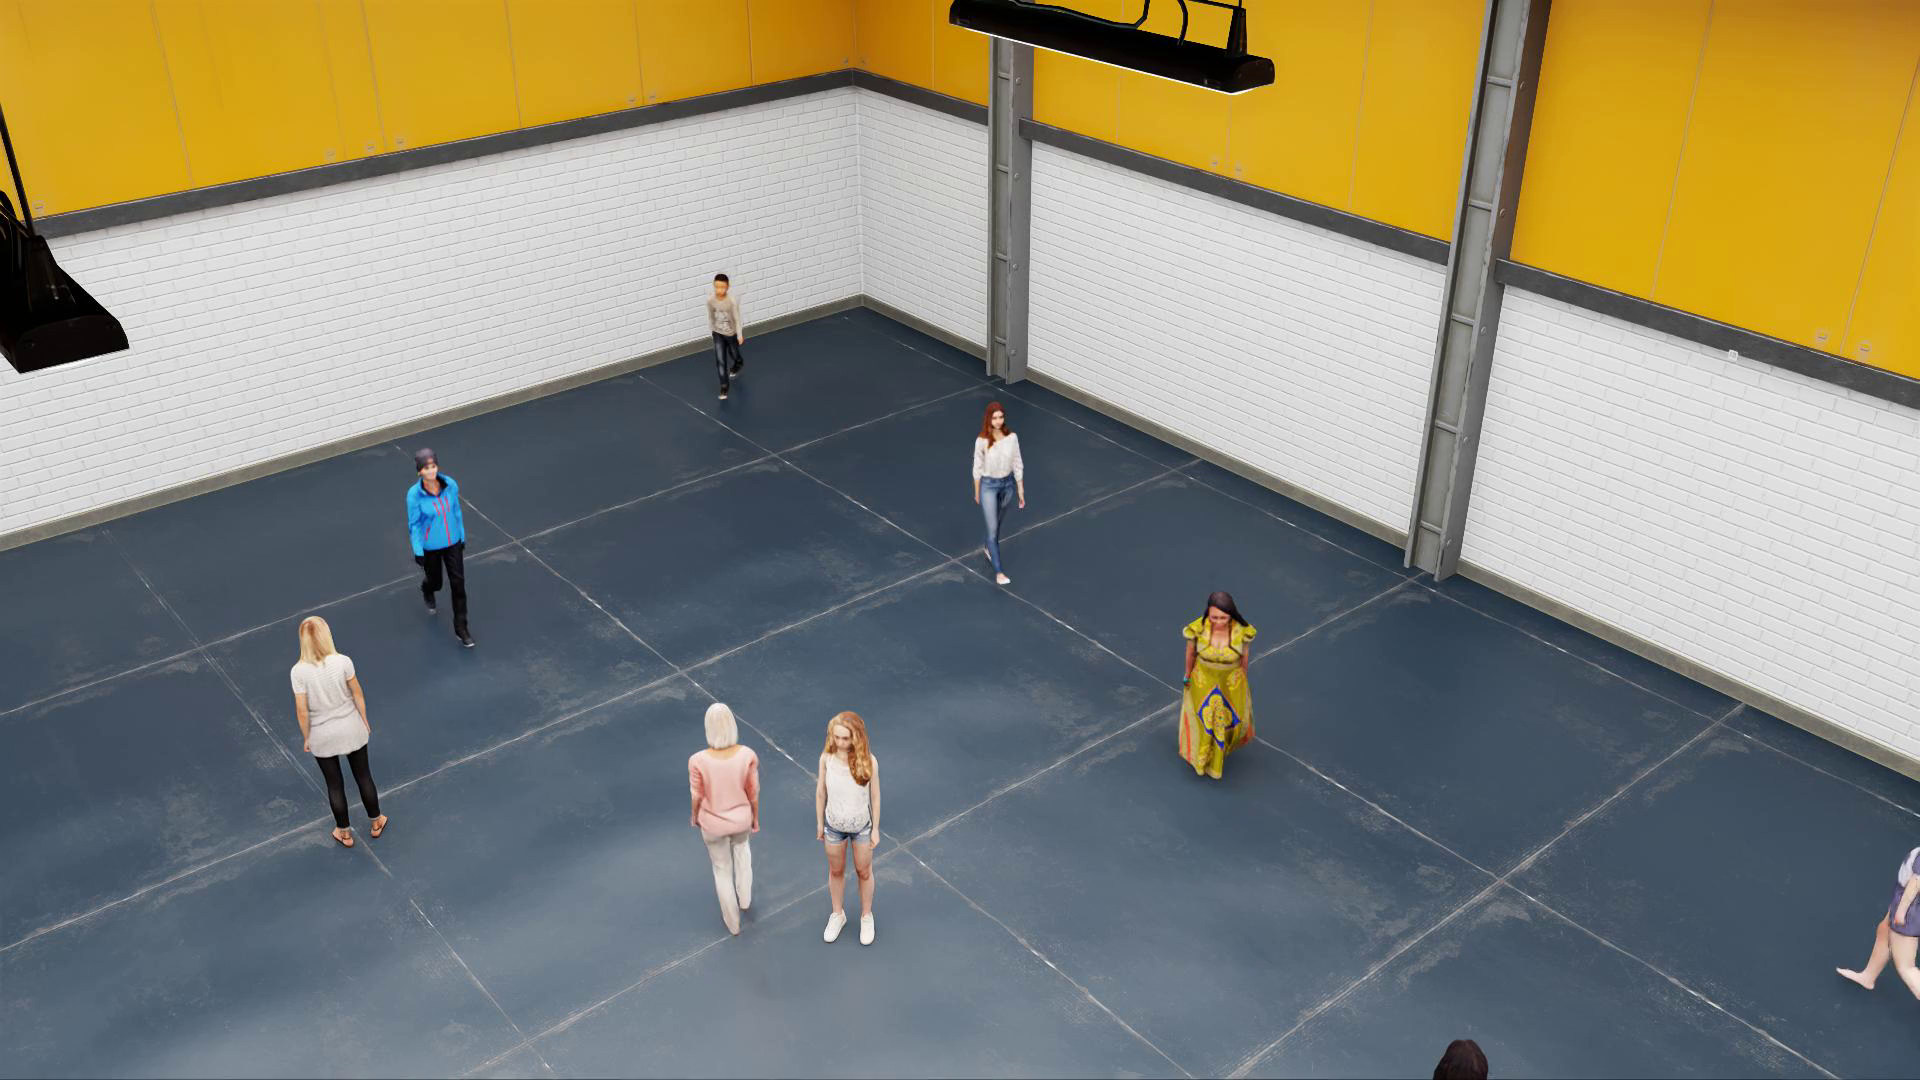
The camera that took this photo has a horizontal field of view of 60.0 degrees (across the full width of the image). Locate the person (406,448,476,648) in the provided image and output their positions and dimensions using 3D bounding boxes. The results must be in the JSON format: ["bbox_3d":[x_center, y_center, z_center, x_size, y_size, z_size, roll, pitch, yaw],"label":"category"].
[{"bbox_3d":[-4.457,0.024,14.160,0.652,1.780,1.047,-20,34,-32],"label":"person"}]

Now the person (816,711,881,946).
[{"bbox_3d":[-0.720,1.857,10.822,0.644,1.759,0.711,4,29,7],"label":"person"}]

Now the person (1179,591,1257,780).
[{"bbox_3d":[1.918,1.032,12.473,1.036,1.625,1.096,2,29,5],"label":"person"}]

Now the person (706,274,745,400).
[{"bbox_3d":[-2.656,-2.370,18.926,0.979,1.420,1.047,2,29,4],"label":"person"}]

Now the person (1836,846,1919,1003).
[{"bbox_3d":[5.920,2.304,10.150,0.652,1.618,1.007,-19,34,-30],"label":"person"}]

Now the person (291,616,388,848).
[{"bbox_3d":[-4.380,1.351,11.682,0.650,1.823,0.598,-14,32,-25],"label":"person"}]

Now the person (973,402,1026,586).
[{"bbox_3d":[0.310,-0.494,15.210,0.842,1.685,1.159,-10,30,-17],"label":"person"}]

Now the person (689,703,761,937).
[{"bbox_3d":[-1.508,1.870,10.852,0.707,1.708,0.752,-10,30,-18],"label":"person"}]

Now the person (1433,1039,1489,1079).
[{"bbox_3d":[2.435,3.209,8.366,0.658,1.738,0.694,-3,29,-6],"label":"person"}]
